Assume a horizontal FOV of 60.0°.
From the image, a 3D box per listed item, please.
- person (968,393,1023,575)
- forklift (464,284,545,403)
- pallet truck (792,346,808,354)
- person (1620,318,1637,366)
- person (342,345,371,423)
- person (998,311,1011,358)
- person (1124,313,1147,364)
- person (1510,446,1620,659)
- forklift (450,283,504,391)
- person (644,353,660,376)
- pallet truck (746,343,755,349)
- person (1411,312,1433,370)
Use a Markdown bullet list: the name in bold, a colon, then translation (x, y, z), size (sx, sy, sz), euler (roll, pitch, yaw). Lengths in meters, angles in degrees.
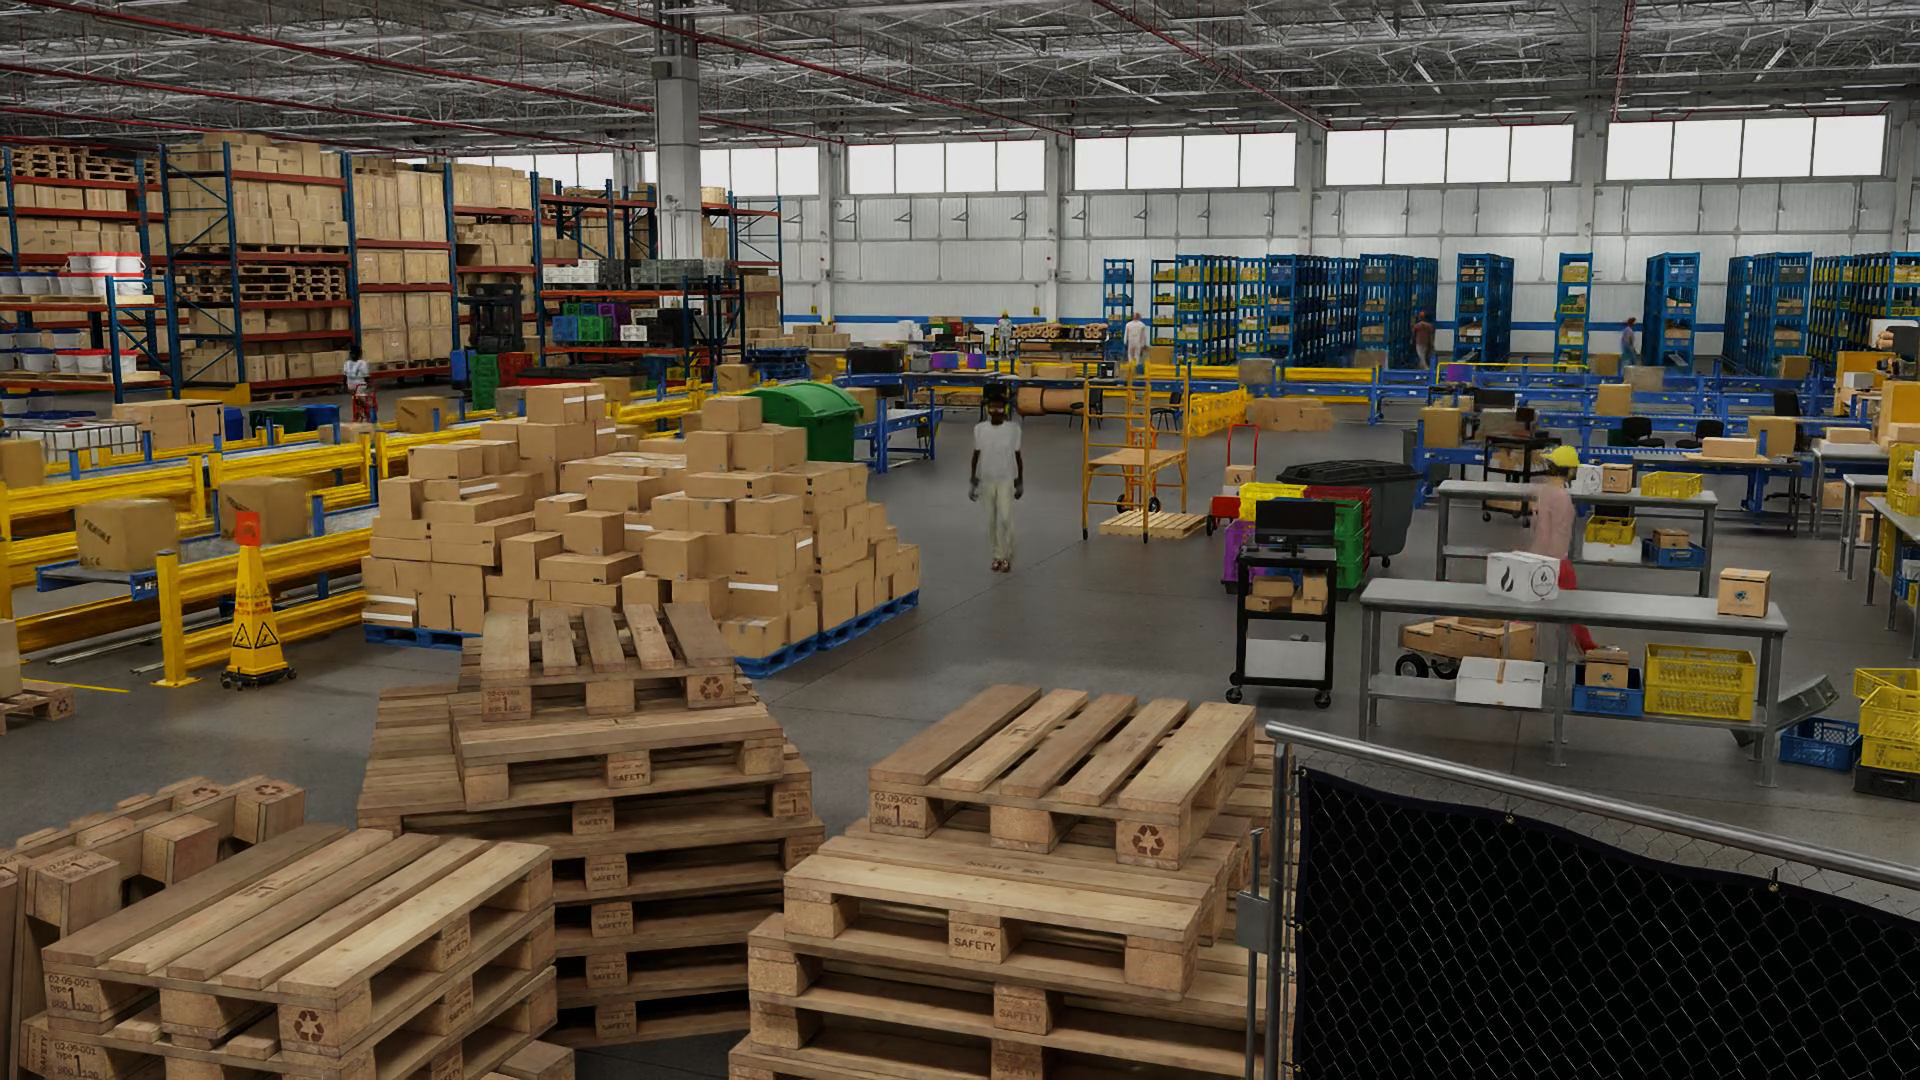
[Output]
- **person**: translation (0.346, -0.569, 16.894), size (0.524, 1.842, 0.732), euler (2, 9, 14)
- **forklift**: translation (-10.832, -4.702, 39.610), size (1.129, 2.768, 1.873), euler (3, 10, 20)
- **pallet truck**: translation (-3.705, -4.298, 42.022), size (0.653, 1.274, 1.630), euler (3, 10, 20)
- **person**: translation (19.568, -5.583, 48.563), size (1.007, 1.789, 0.574), euler (4, 10, 22)
- **person**: translation (-11.955, -3.051, 33.058), size (0.523, 1.663, 0.854), euler (4, 10, 22)
- **person**: translation (1.639, -7.509, 60.794), size (0.483, 1.745, 0.299), euler (-1, 9, -4)
- **person**: translation (5.455, -6.094, 51.650), size (0.664, 1.869, 0.857), euler (3, 10, 19)
- **person**: translation (4.663, 0.126, 12.949), size (0.907, 1.727, 0.532), euler (-1, 9, -3)
- **forklift**: translation (-12.413, -5.332, 43.568), size (1.129, 2.768, 1.873), euler (3, 10, 20)
- **person**: translation (-8.247, -4.888, 44.723), size (0.499, 1.623, 0.288), euler (0, 9, 1)
- **pallet truck**: translation (-6.183, -4.618, 44.264), size (1.601, 1.201, 0.680), euler (-9, 12, -43)
- **person**: translation (13.973, -5.918, 50.237), size (0.599, 1.941, 1.054), euler (-2, 9, -12)
